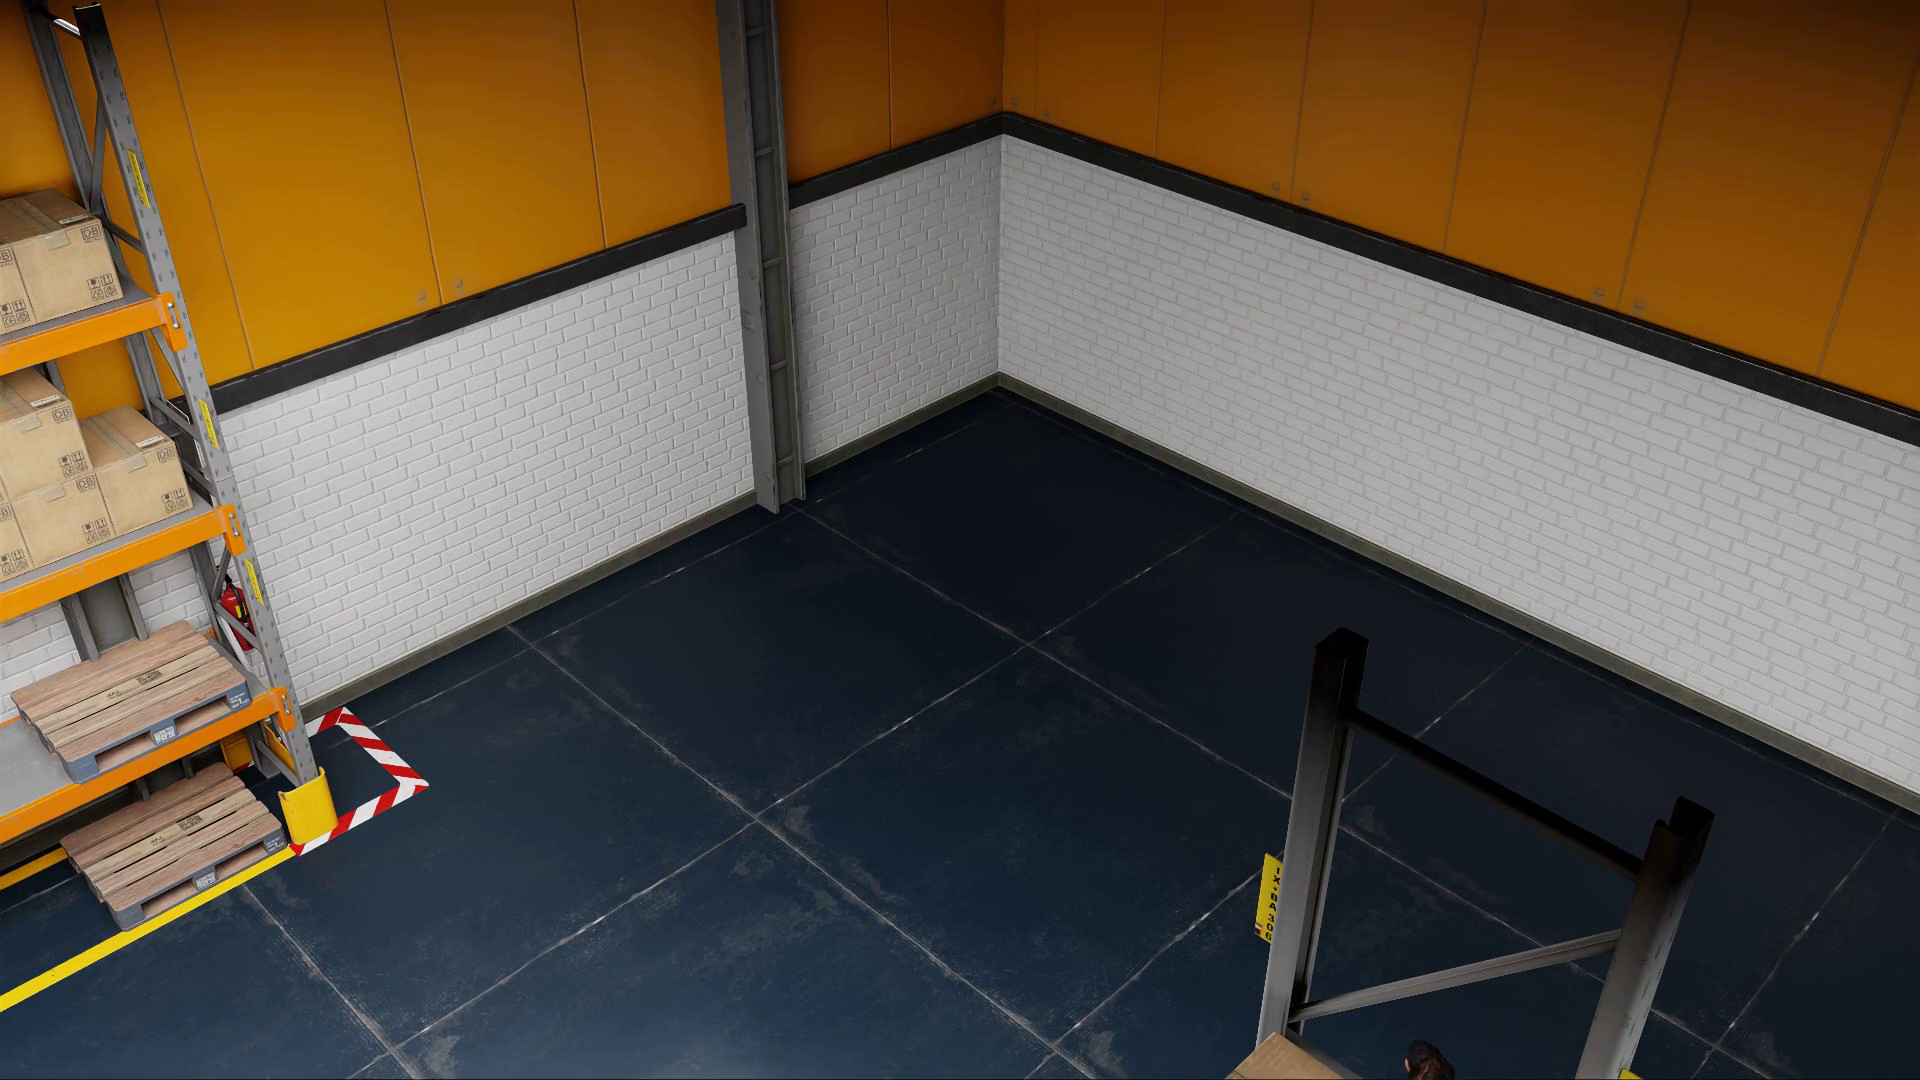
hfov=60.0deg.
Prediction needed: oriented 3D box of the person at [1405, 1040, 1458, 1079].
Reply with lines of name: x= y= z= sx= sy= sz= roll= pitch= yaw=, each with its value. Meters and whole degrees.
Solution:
person: x=2.435 y=3.349 z=8.994 sx=0.766 sy=1.610 sz=0.812 roll=-14 pitch=36 yaw=-20
